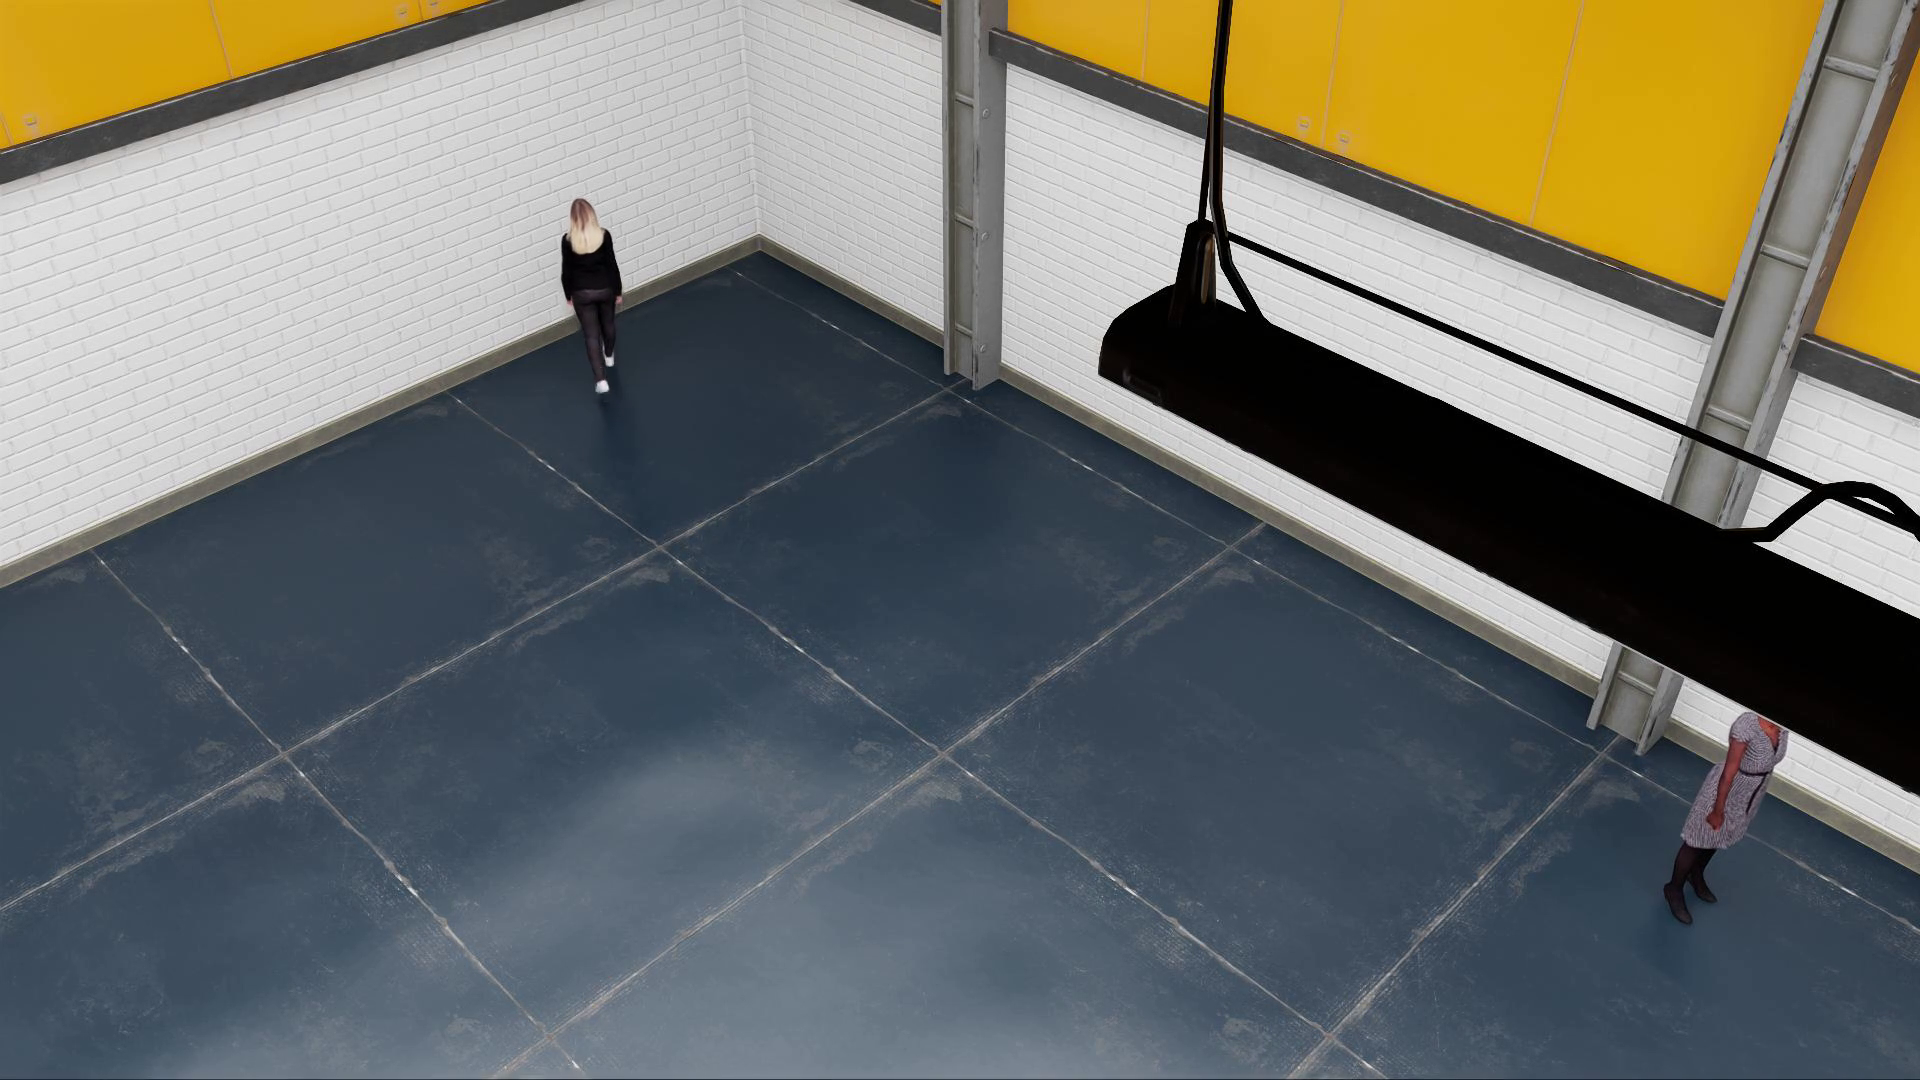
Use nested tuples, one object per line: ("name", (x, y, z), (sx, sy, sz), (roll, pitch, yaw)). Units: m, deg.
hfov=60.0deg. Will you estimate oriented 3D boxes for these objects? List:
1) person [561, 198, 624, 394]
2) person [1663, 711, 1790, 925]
("person", (-2.978, -1.952, 13.535), (0.944, 1.653, 1.151), (-11, 40, -14))
("person", (4.281, 1.408, 9.219), (0.658, 1.788, 0.595), (-23, 44, -26))
